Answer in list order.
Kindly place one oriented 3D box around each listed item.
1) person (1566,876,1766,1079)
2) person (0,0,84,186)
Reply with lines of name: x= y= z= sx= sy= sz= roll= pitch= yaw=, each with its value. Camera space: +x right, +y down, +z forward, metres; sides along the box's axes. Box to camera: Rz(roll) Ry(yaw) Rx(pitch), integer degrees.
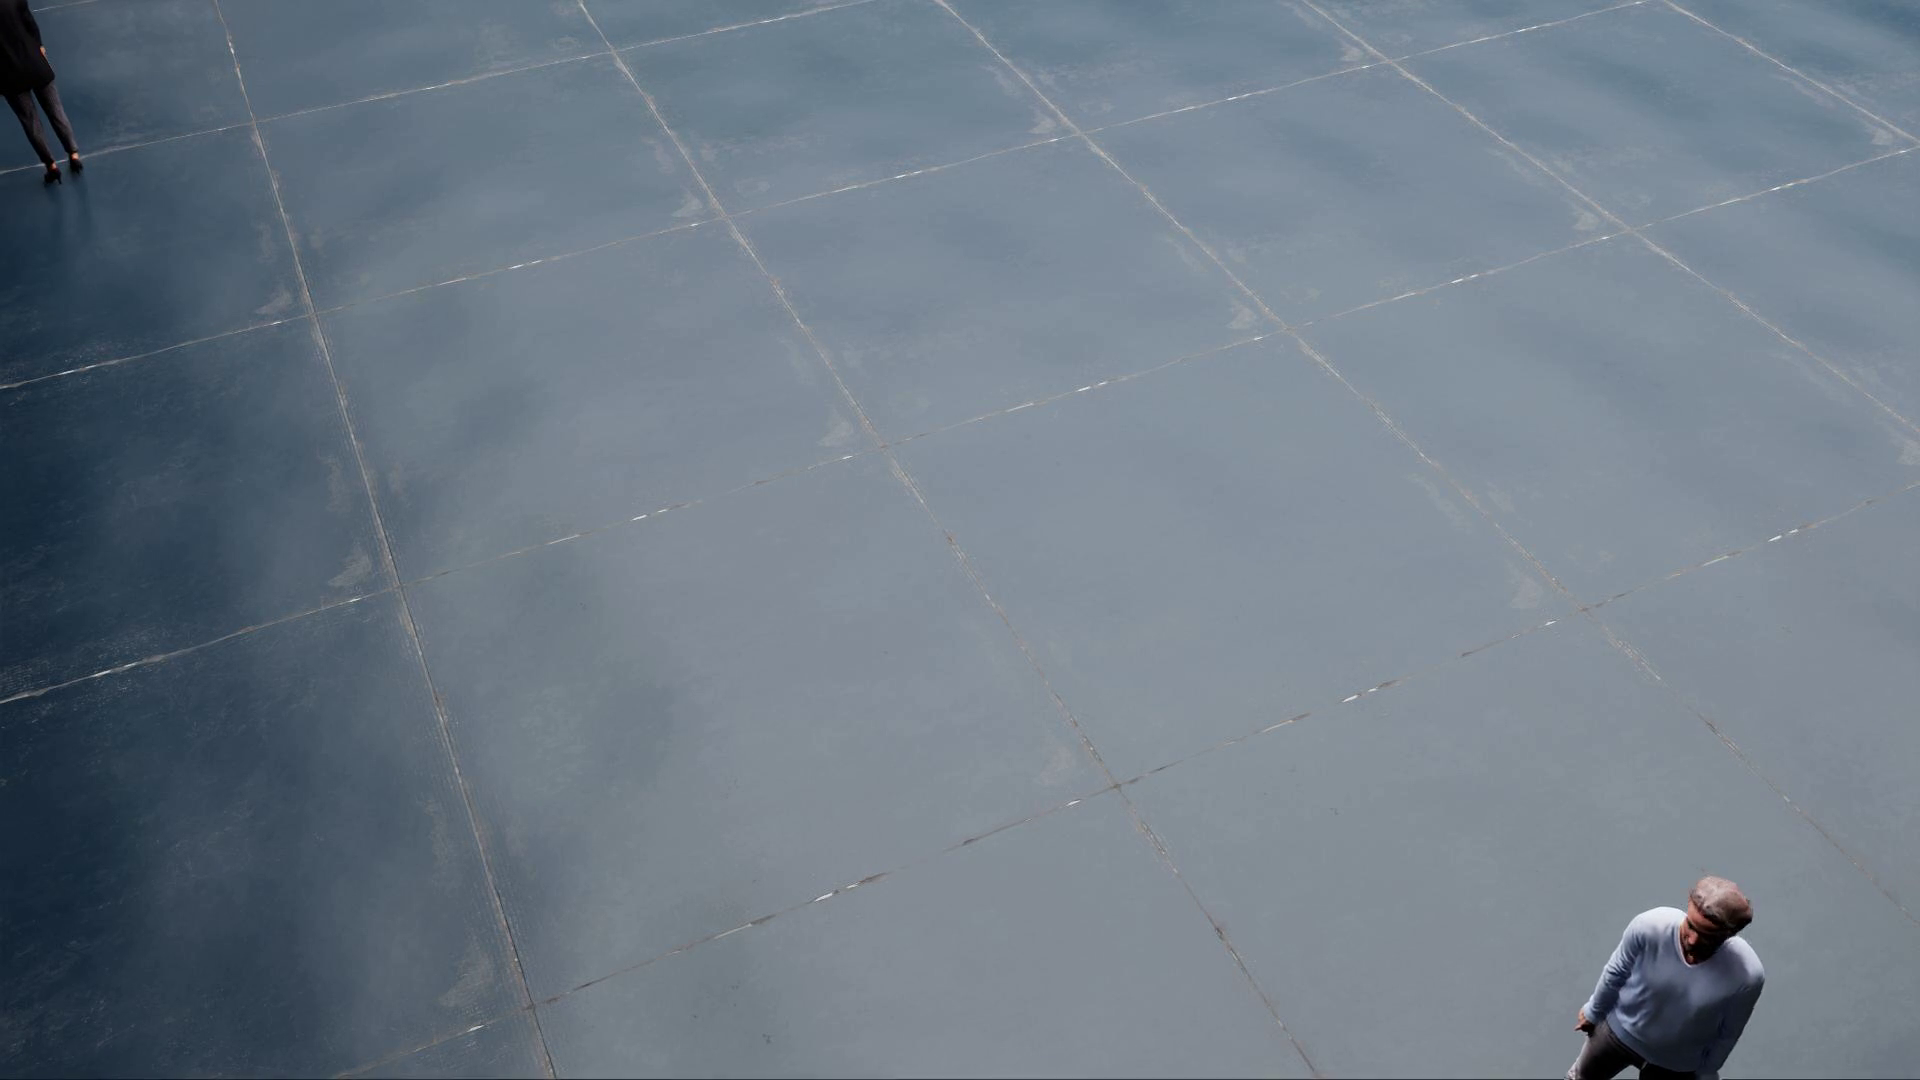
person: x=2.621 y=1.874 z=6.286 sx=0.682 sy=1.892 sz=0.819 roll=24 pitch=48 yaw=24
person: x=-6.922 y=-3.447 z=12.274 sx=0.689 sy=1.719 sz=0.713 roll=34 pitch=52 yaw=31
